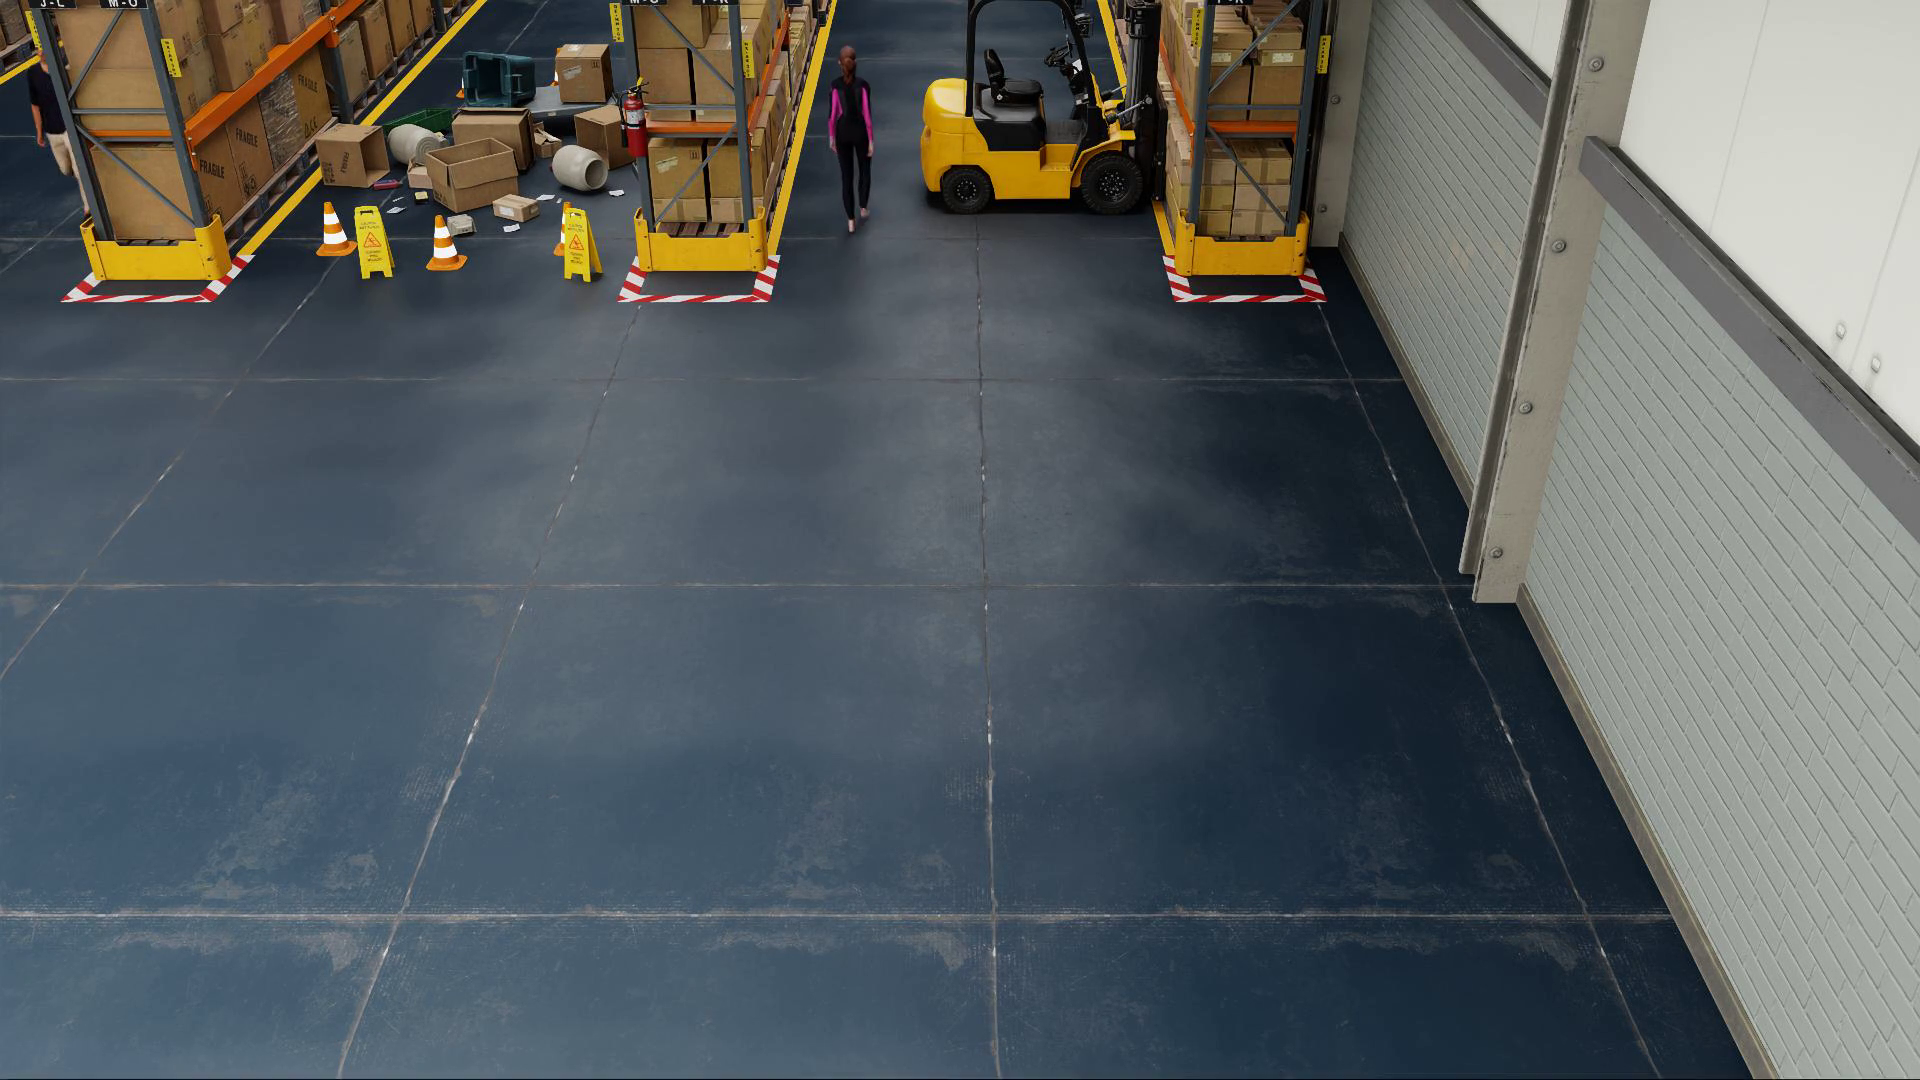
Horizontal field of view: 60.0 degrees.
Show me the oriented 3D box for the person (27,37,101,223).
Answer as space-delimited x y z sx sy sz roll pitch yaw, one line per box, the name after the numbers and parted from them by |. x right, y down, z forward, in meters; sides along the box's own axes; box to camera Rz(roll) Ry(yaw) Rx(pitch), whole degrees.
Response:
-8.555 -3.946 15.944 0.672 1.831 1.115 -2 32 -3 | person

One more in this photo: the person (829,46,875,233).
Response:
-1.022 -3.761 15.745 0.575 1.731 0.731 -1 32 -1 | person
